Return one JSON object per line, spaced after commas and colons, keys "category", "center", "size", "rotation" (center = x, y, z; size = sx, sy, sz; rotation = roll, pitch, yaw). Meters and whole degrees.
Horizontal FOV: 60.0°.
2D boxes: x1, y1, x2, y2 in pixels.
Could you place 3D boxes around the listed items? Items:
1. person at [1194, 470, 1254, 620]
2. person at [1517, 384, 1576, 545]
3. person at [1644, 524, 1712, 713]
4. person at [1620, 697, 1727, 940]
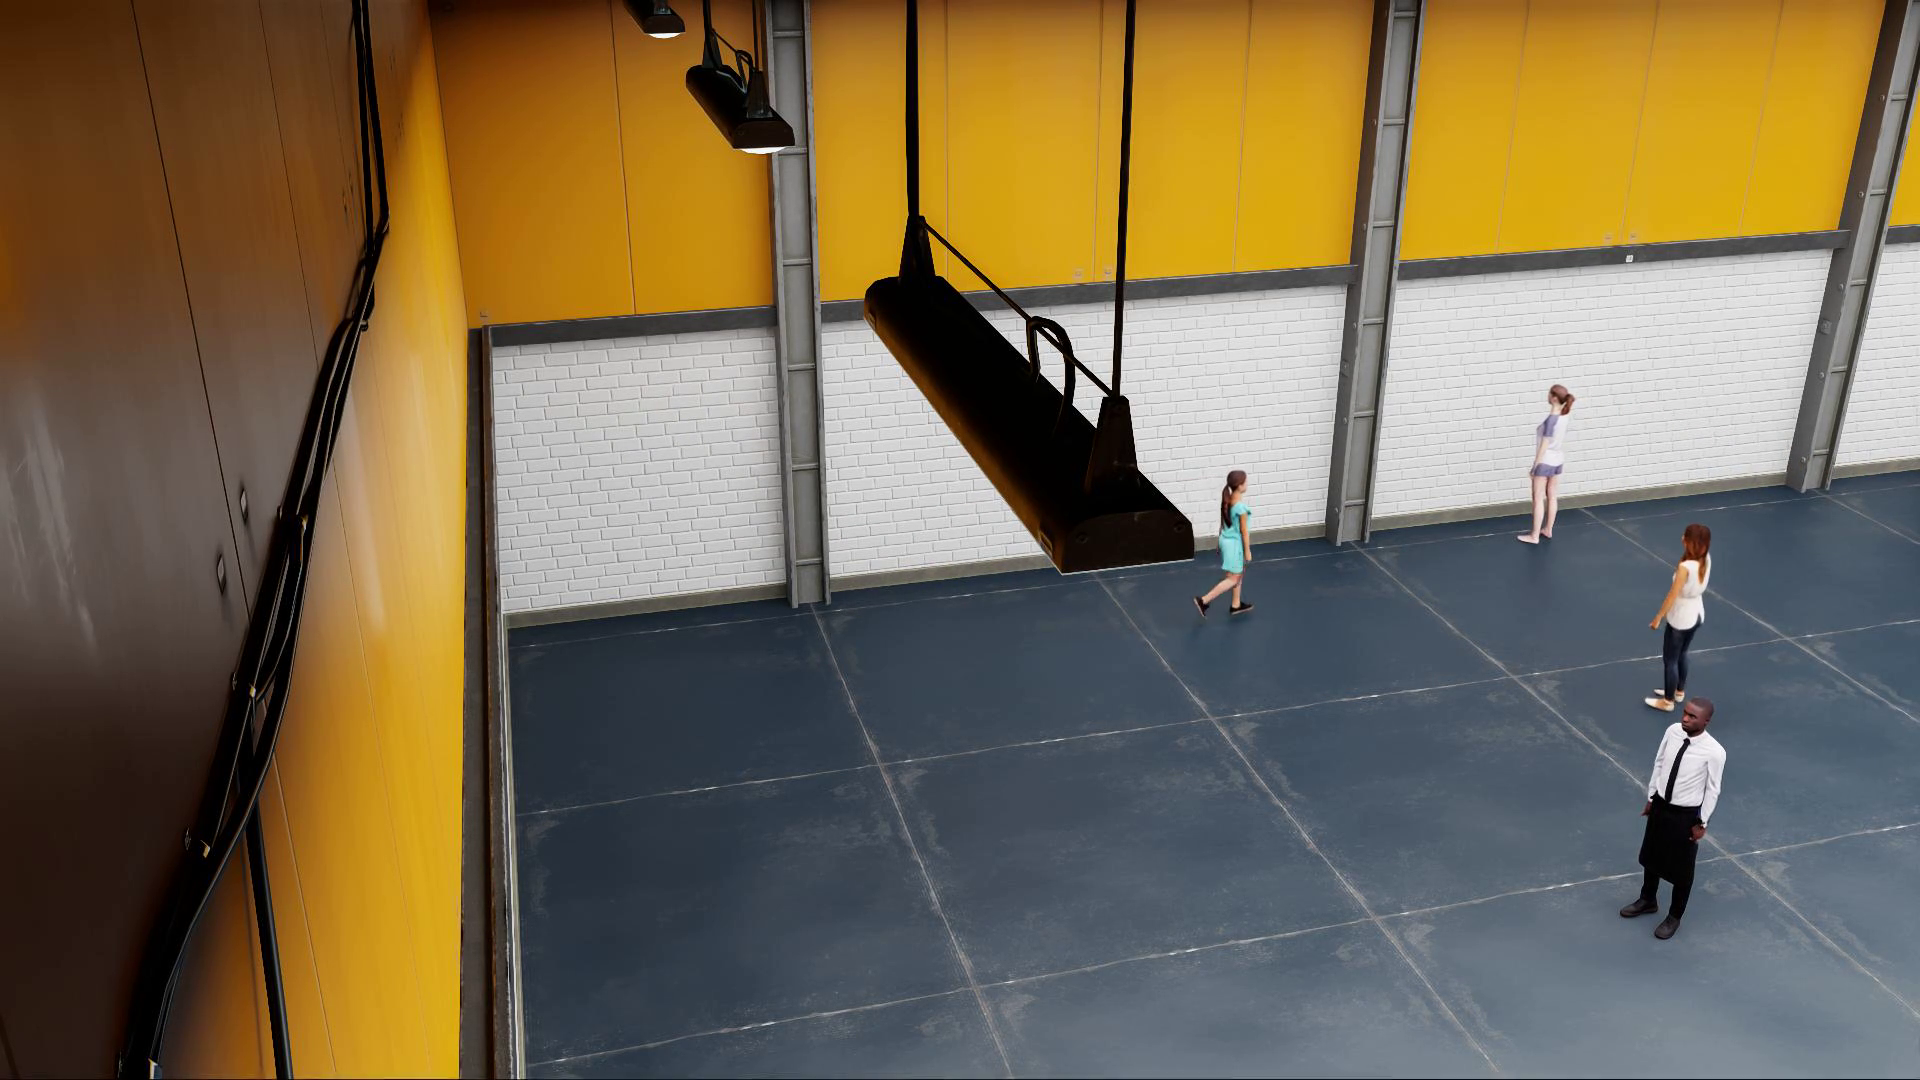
{"category": "person", "center": [2.600, 0.074, 16.188], "size": [0.942, 1.542, 0.582], "rotation": [-9, 25, -19]}
{"category": "person", "center": [6.377, -0.830, 17.978], "size": [0.622, 1.765, 0.729], "rotation": [-20, 31, -39]}
{"category": "person", "center": [6.347, 0.702, 14.458], "size": [0.668, 1.777, 0.795], "rotation": [-17, 29, -34]}
{"category": "person", "center": [5.031, 1.904, 11.634], "size": [0.636, 1.837, 0.694], "rotation": [-14, 27, -29]}
